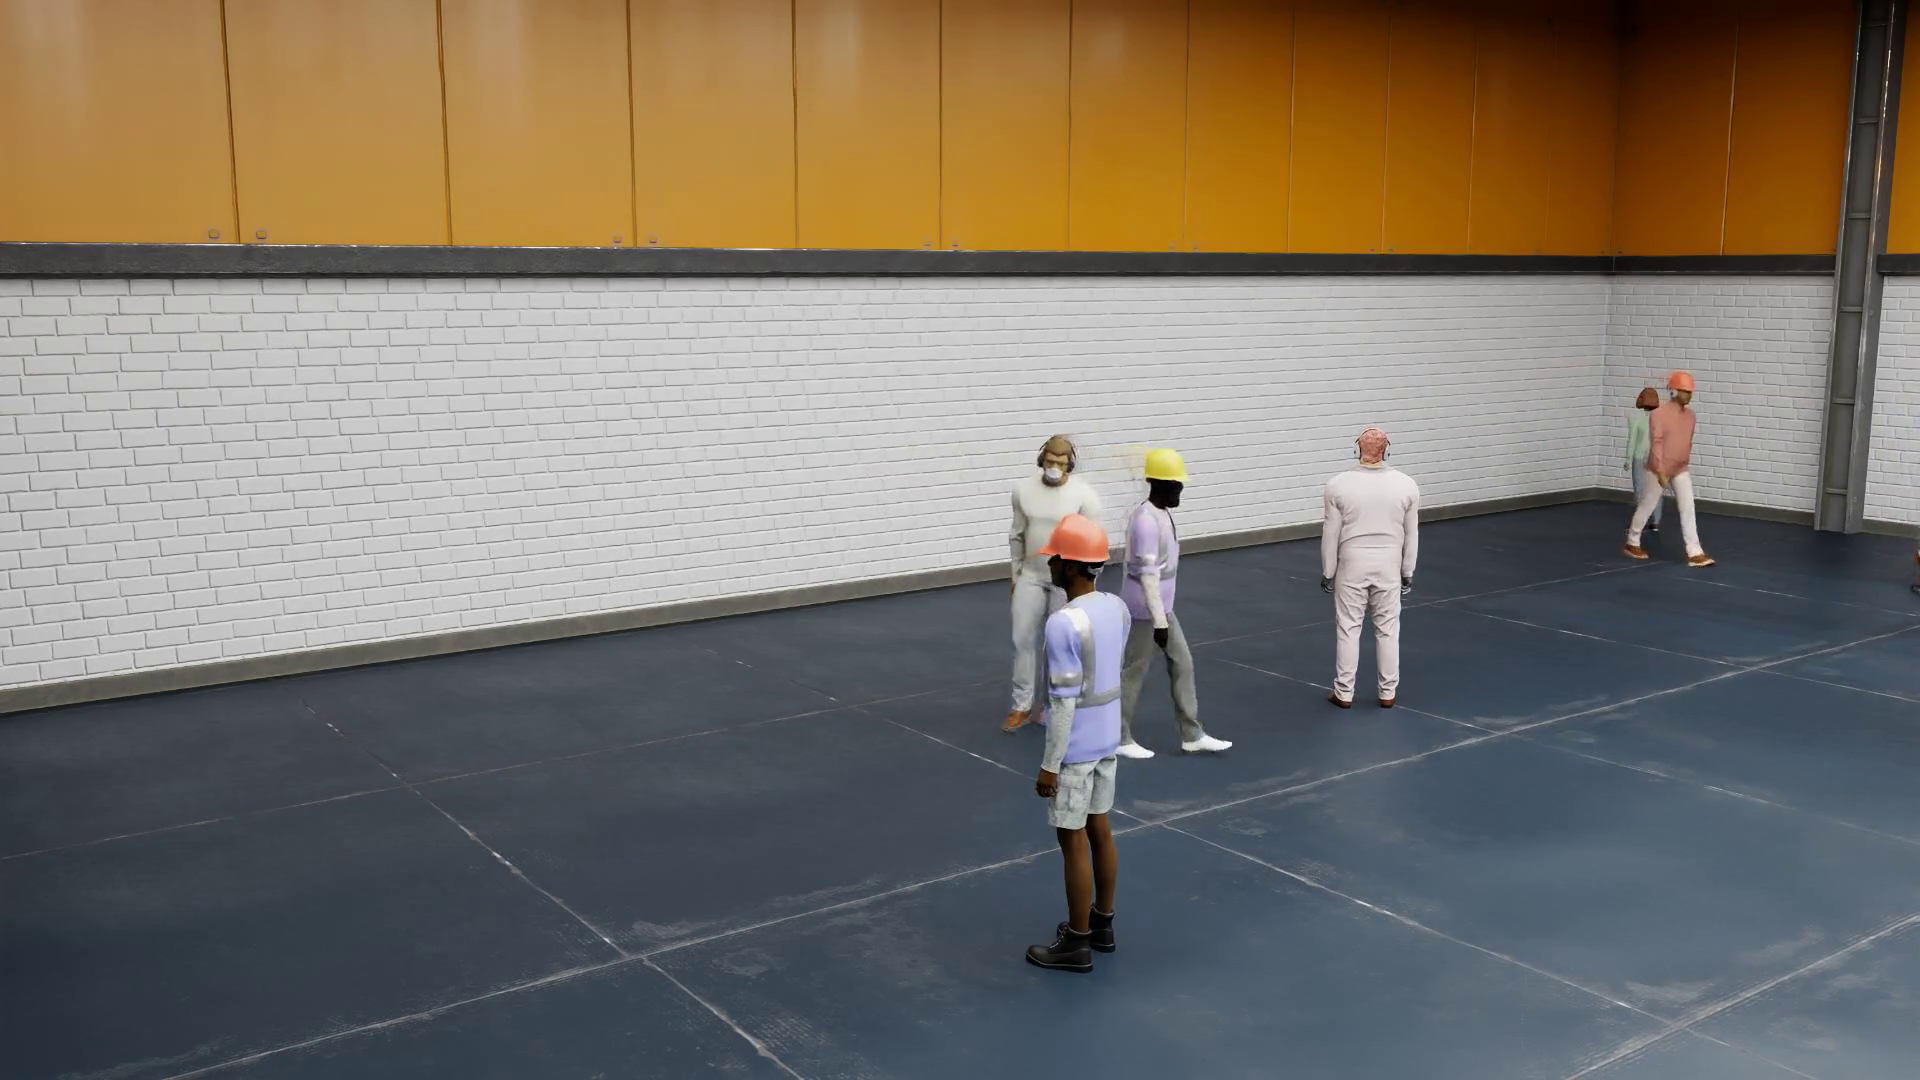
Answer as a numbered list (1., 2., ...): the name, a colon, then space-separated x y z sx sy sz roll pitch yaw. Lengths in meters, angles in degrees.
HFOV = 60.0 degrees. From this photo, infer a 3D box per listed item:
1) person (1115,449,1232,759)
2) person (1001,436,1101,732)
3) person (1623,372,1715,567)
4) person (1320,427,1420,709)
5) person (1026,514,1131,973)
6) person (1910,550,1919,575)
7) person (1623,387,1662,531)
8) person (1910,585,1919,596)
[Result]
1. person: 1.273 0.403 9.951 0.867 1.890 0.600 3 10 19
2. person: 0.553 0.293 10.578 0.654 1.908 0.752 5 10 28
3. person: 7.146 -0.716 16.743 0.614 1.944 1.043 -3 10 -18
4. person: 2.747 0.193 11.209 0.647 1.908 0.409 0 9 1
5. person: 0.493 0.852 7.033 0.353 1.942 0.546 6 11 32
6. person: 9.383 -0.483 15.426 0.645 1.904 0.882 -5 10 -26
7. person: 7.763 -0.907 18.827 0.498 1.634 0.284 -1 9 -8
8. person: 9.043 -0.368 14.759 0.545 1.895 0.825 -8 12 -40
